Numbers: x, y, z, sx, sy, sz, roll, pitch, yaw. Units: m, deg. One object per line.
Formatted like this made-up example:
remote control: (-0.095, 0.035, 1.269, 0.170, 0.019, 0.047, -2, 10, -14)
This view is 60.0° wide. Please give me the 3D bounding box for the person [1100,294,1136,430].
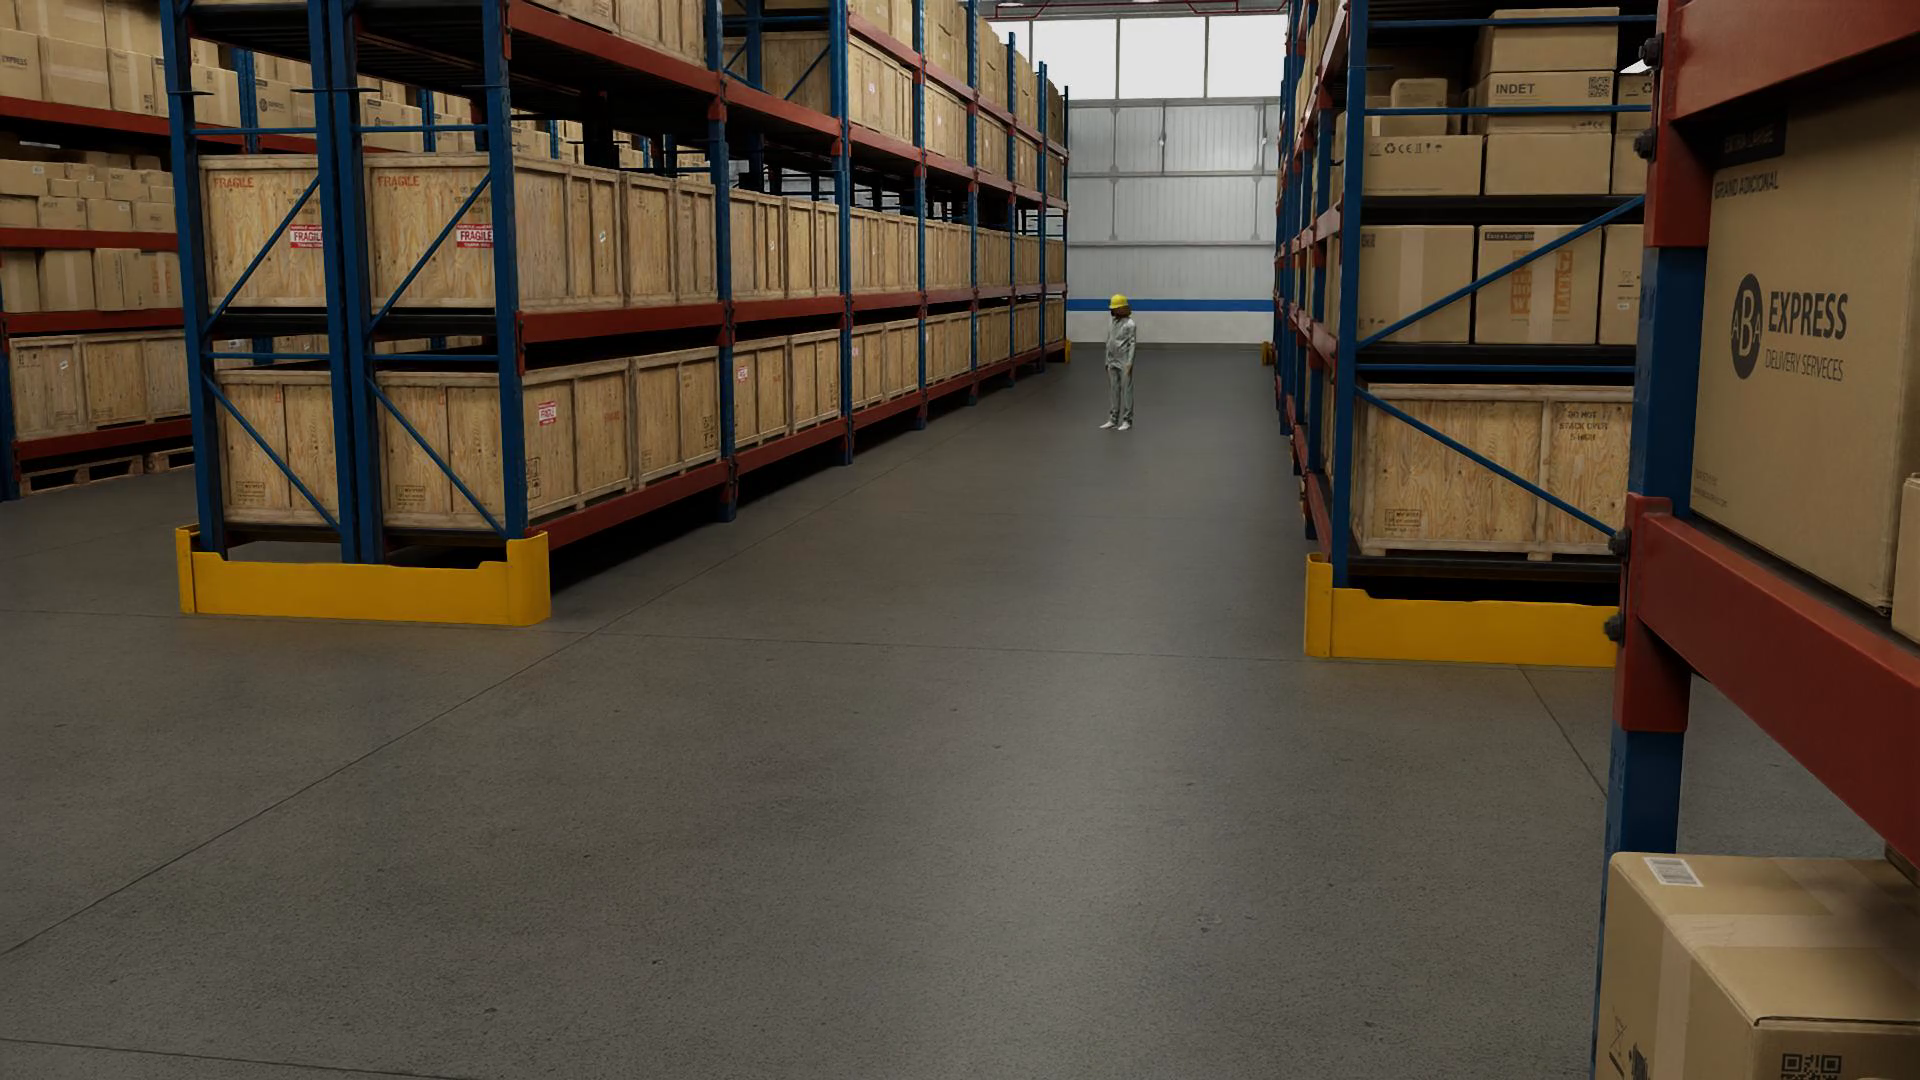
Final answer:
person: (2.039, -2.276, 21.339, 0.304, 1.740, 0.485, -8, 12, -39)
